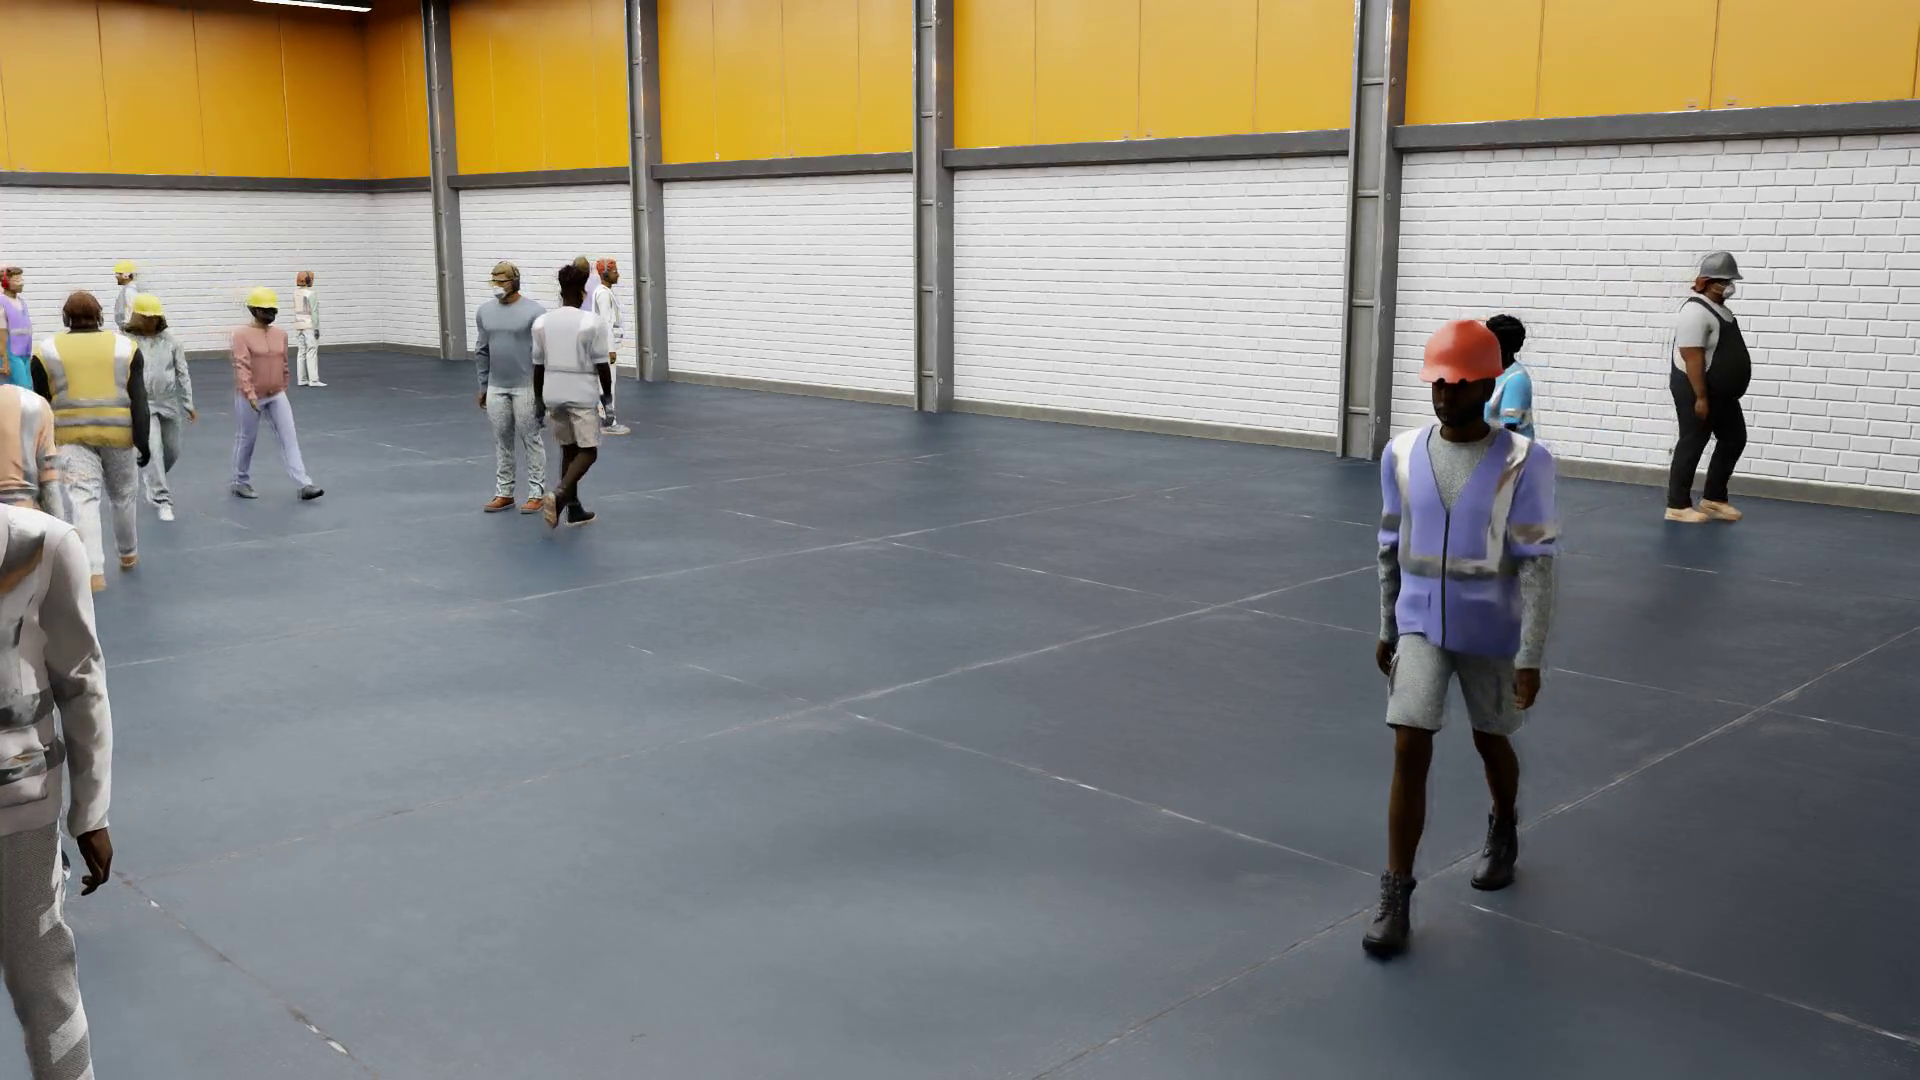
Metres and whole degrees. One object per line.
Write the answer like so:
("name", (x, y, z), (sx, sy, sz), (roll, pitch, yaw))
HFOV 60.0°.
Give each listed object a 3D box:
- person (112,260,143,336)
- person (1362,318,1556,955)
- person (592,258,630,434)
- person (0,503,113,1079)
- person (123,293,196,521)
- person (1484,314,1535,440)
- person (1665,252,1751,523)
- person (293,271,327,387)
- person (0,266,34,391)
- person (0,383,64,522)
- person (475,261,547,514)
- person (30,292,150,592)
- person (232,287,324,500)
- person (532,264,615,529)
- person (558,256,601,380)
("person", (-11.467, -2.980, 23.089), (0.915, 1.792, 0.606), (-6, 12, -29))
("person", (1.567, 0.256, 5.169), (0.572, 1.896, 0.985), (7, 13, 34))
("person", (-3.791, -2.068, 17.896), (0.410, 1.894, 0.589), (-3, 11, -17))
("person", (-2.067, 0.575, 3.436), (0.586, 1.882, 0.341), (-2, 11, -10))
("person", (-6.153, -1.030, 12.667), (0.492, 1.707, 0.779), (-9, 14, -42))
("person", (3.050, -0.471, 9.694), (0.755, 1.664, 0.558), (0, 10, 0))
("person", (5.588, -1.123, 12.269), (0.650, 2.000, 0.701), (9, 14, 41))
("person", (-9.198, -2.970, 23.455), (0.517, 1.633, 0.309), (8, 13, 37))
("person", (-9.531, -1.821, 16.661), (0.655, 1.831, 0.569), (-1, 10, -7))
("person", (-3.729, 0.033, 6.386), (0.835, 1.897, 0.593), (9, 14, 40))
("person", (-3.427, -1.165, 12.778), (0.635, 1.936, 0.353), (3, 11, 16))
("person", (-5.337, -0.623, 10.245), (0.633, 1.784, 0.980), (-5, 12, -27))
("person", (-5.564, -1.160, 13.353), (0.908, 1.716, 0.537), (7, 12, 33))
("person", (-2.843, -1.013, 11.981), (0.659, 1.933, 0.725), (4, 11, 19))
("person", (-4.492, -2.416, 19.750), (1.012, 1.884, 0.651), (10, 14, 44))
